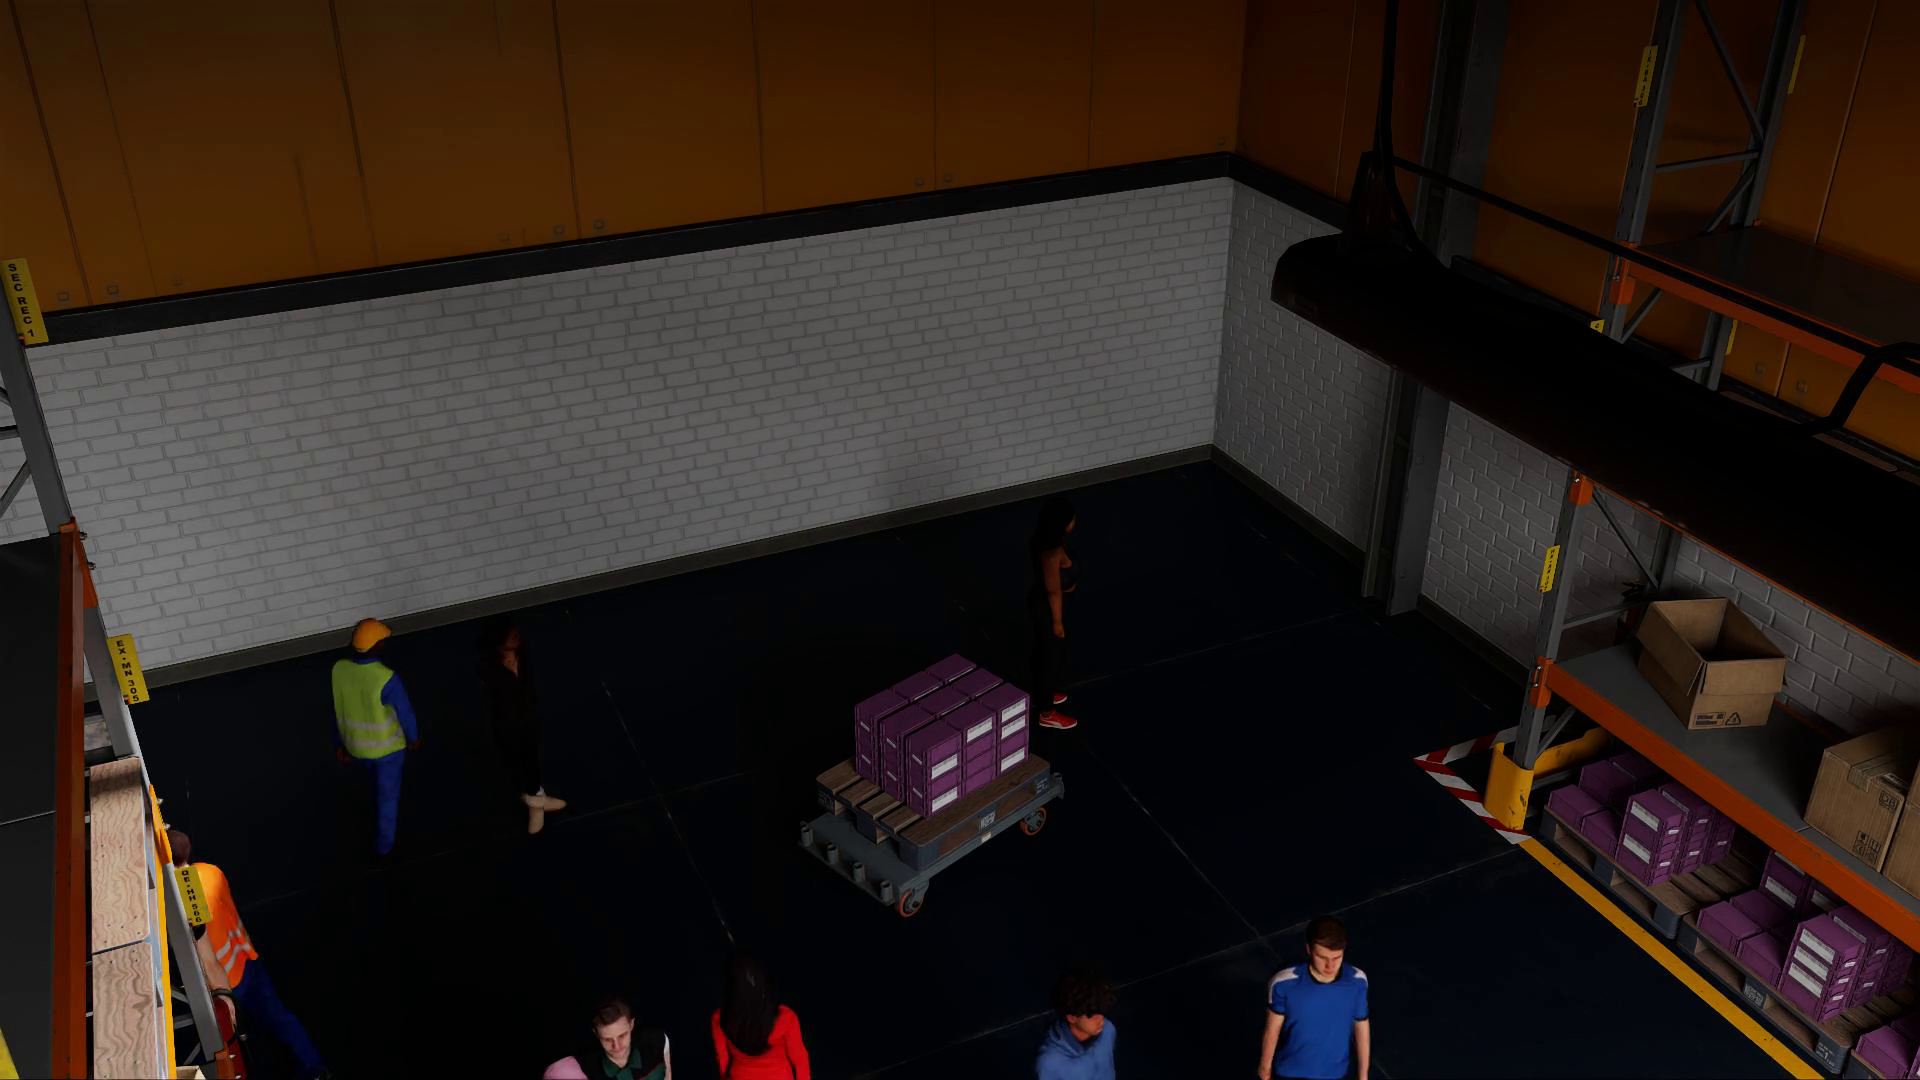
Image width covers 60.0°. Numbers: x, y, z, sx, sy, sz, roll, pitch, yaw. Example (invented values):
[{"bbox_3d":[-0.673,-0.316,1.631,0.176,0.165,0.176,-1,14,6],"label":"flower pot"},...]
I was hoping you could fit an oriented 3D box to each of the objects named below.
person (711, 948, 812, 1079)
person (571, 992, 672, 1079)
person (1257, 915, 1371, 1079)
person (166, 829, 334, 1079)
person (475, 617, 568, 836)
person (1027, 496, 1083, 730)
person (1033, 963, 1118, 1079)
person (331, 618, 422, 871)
[{"bbox_3d":[-0.950,2.759,8.072,0.854,1.726,0.952,3,29,5],"label":"person"},{"bbox_3d":[-1.570,2.778,7.954,0.645,1.807,0.814,-12,31,-20],"label":"person"},{"bbox_3d":[1.737,2.553,8.341,0.834,1.831,1.147,-5,29,-9],"label":"person"},{"bbox_3d":[-3.797,2.295,8.796,1.073,1.848,1.235,-4,29,-7],"label":"person"},{"bbox_3d":[-2.976,1.245,10.930,0.783,1.649,0.742,-13,31,-22],"label":"person"},{"bbox_3d":[0.658,0.502,12.117,0.788,1.815,0.646,-4,29,-8],"label":"person"},{"bbox_3d":[0.491,2.763,7.995,0.797,1.794,0.918,-21,35,-34],"label":"person"},{"bbox_3d":[-3.767,1.344,10.599,0.843,1.792,0.900,7,29,12],"label":"person"}]
